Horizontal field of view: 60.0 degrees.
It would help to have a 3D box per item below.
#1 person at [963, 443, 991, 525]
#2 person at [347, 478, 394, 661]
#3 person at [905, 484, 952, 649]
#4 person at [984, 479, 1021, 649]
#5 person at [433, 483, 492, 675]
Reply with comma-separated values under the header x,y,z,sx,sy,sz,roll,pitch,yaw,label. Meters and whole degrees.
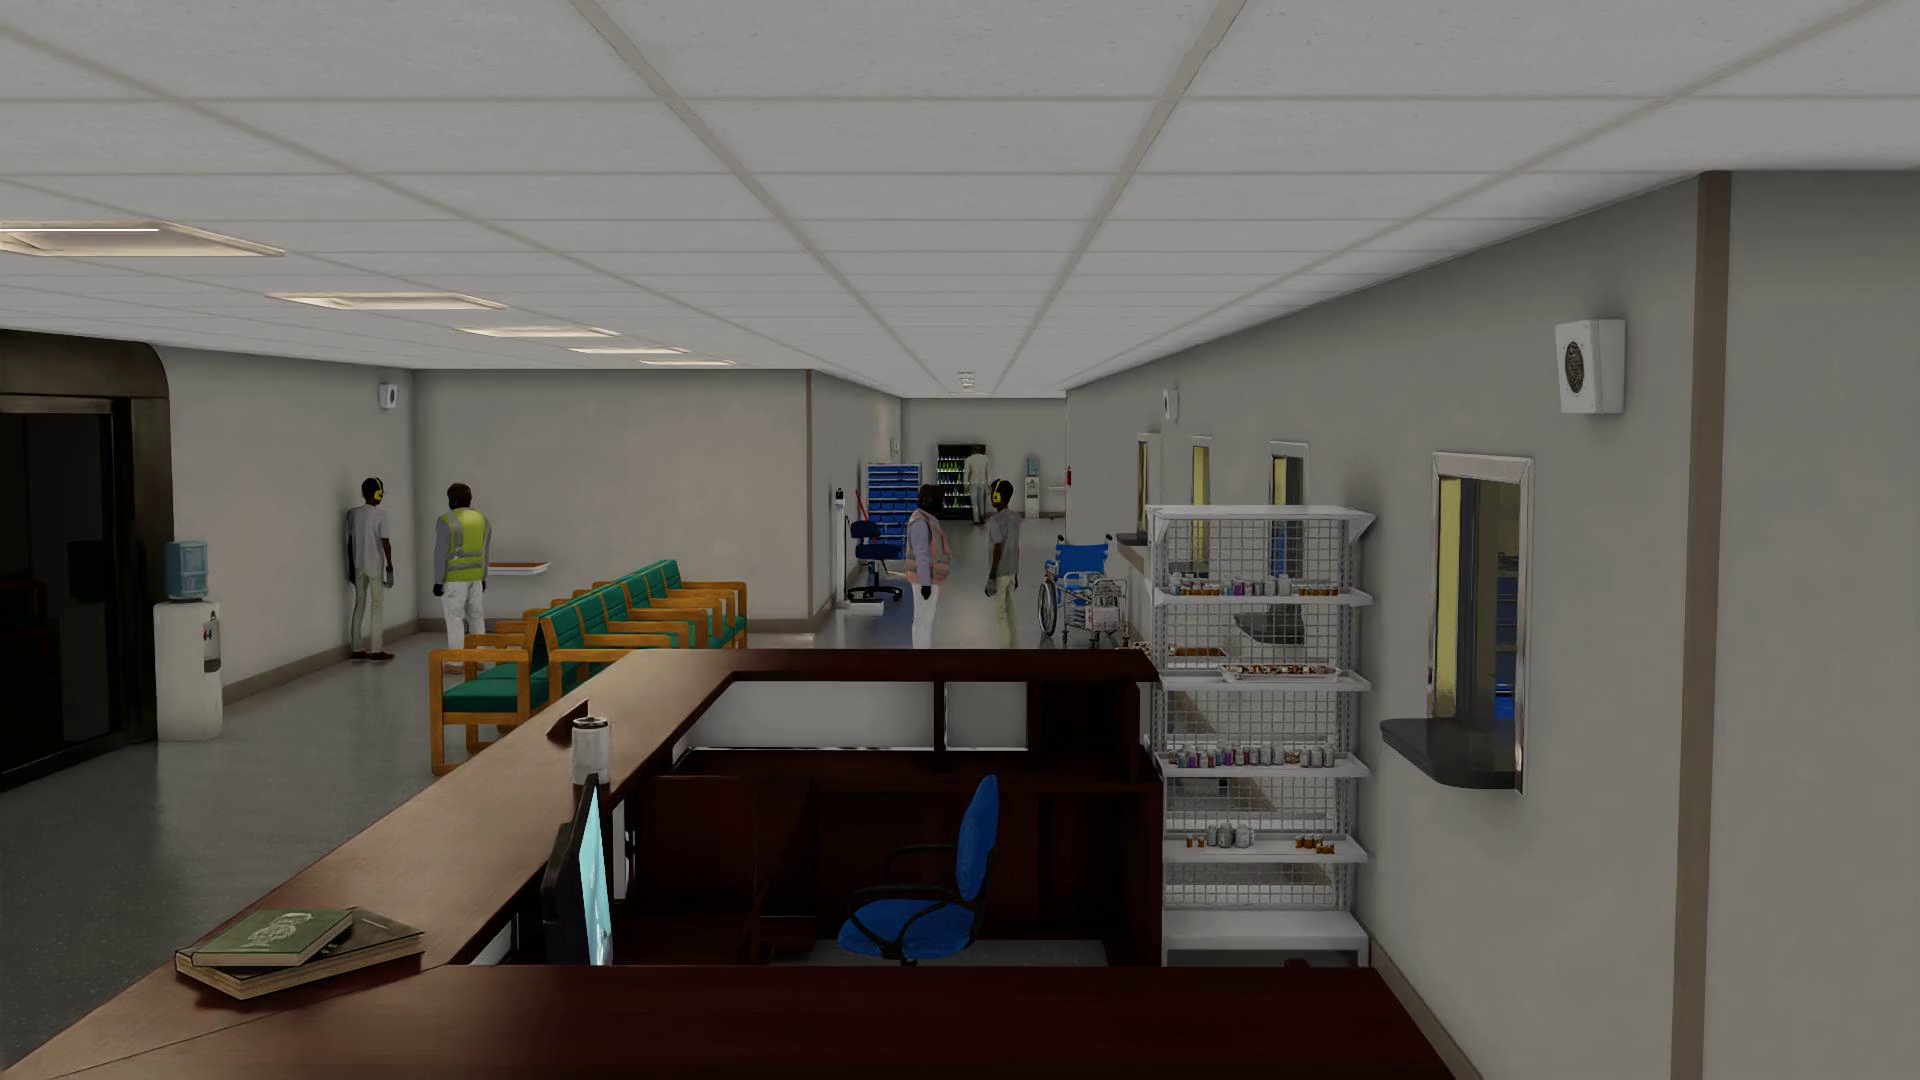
x,y,z,sx,sy,sz,roll,pitch,yaw,label
0.373,-1.289,38.558,0.663,1.924,0.437,-2,4,-24,person
-5.955,0.299,16.804,0.524,1.856,0.336,1,4,16,person
-0.294,0.390,15.633,0.429,1.839,0.621,0,4,3,person
0.397,0.350,15.949,0.317,1.870,0.531,2,5,29,person
-4.787,0.370,15.959,0.429,1.837,0.630,2,5,31,person
